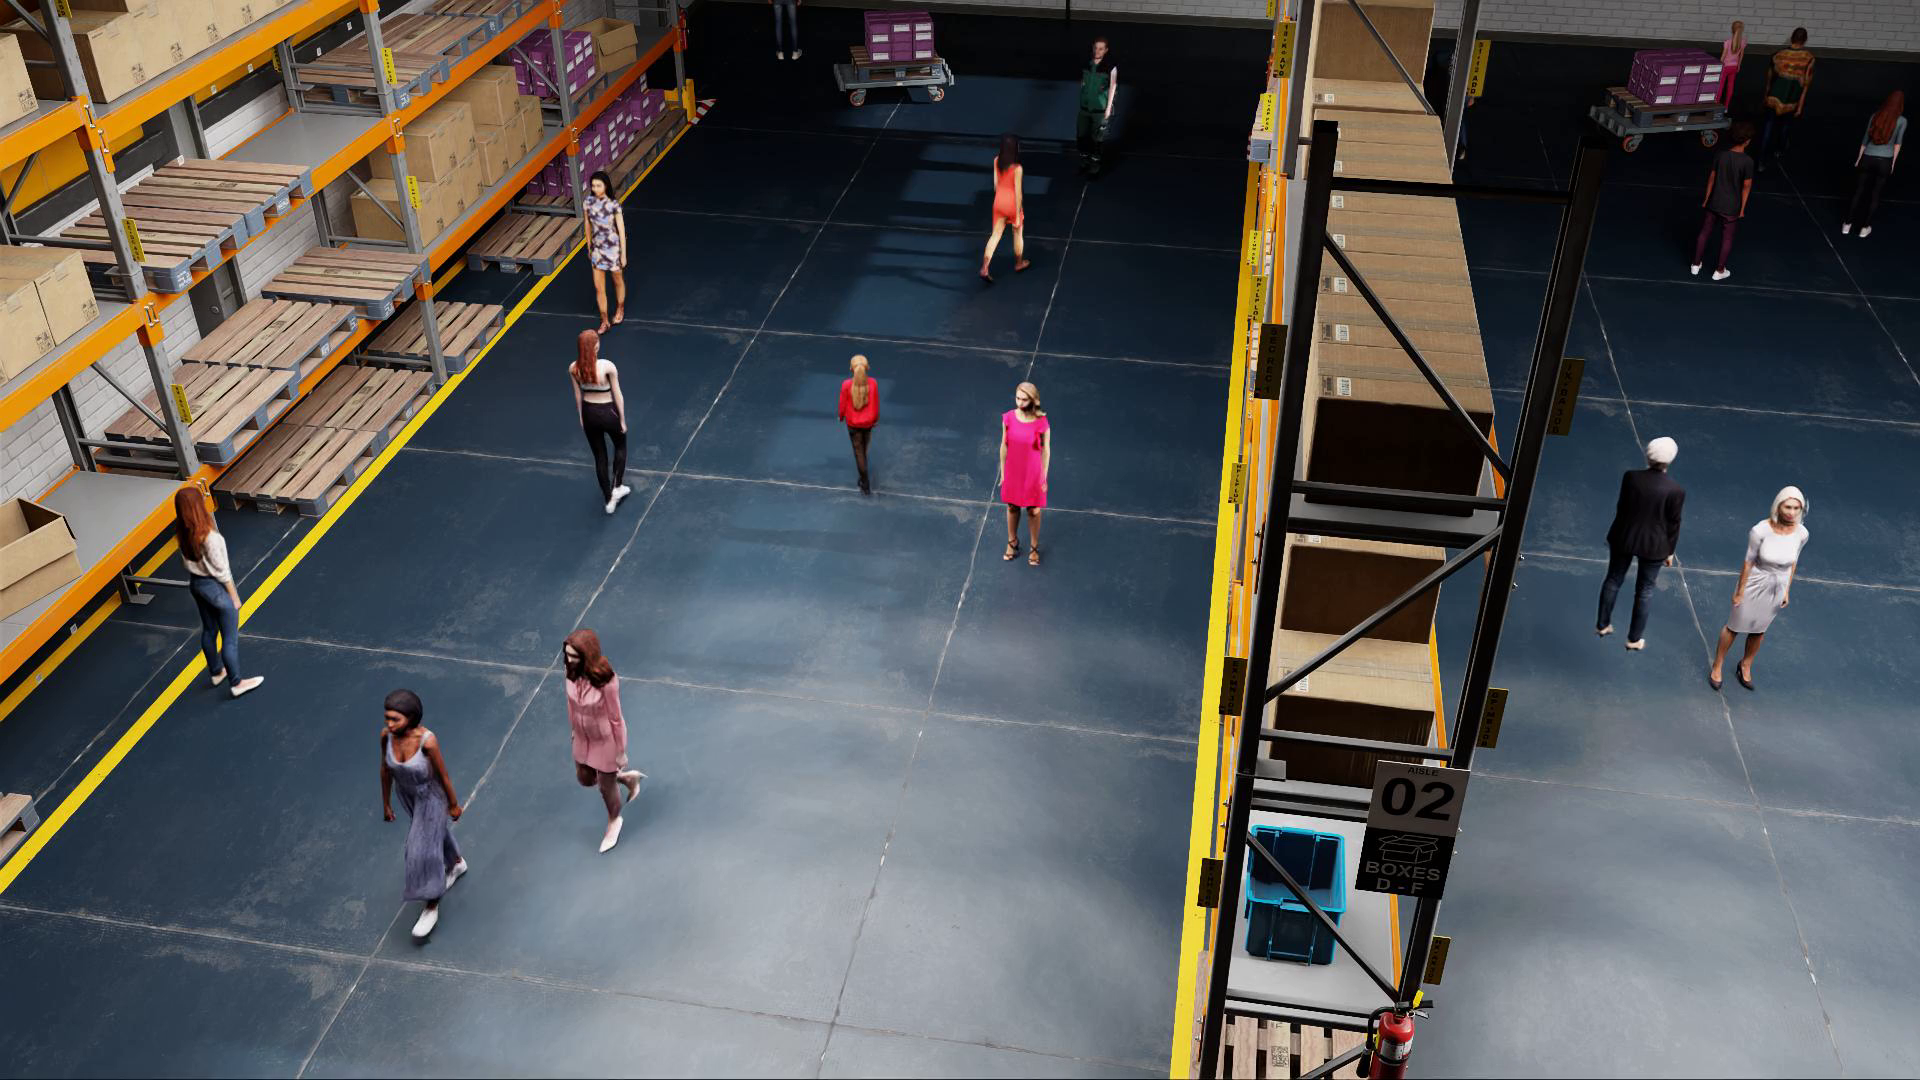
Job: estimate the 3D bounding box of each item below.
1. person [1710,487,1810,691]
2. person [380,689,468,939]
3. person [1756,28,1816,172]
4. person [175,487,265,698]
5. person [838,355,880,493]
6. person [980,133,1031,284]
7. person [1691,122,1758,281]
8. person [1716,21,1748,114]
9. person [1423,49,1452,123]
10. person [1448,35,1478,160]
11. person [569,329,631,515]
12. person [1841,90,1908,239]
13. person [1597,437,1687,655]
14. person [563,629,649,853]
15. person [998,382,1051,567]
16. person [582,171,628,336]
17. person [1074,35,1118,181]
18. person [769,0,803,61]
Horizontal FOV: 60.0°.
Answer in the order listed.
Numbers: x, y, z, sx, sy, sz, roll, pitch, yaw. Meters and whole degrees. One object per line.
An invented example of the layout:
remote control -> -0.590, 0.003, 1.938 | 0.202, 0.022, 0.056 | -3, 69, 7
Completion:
person -> 5.966, 0.359, 12.386 | 0.598, 1.751, 0.552 | 0, 34, 0
person -> -3.359, 1.602, 10.588 | 0.727, 1.672, 0.987 | 13, 36, 19
person -> 10.544, -5.613, 21.366 | 0.976, 1.756, 1.248 | 20, 38, 27
person -> -5.583, 0.375, 12.387 | 0.659, 1.723, 0.661 | 19, 38, 26
person -> -0.887, -1.033, 14.932 | 0.753, 1.250, 0.959 | -9, 35, -14
person -> 0.468, -3.661, 18.490 | 0.907, 1.688, 1.176 | 21, 39, 29
person -> 8.567, -3.801, 18.619 | 0.719, 1.779, 0.736 | 27, 42, 34
person -> 10.812, -6.654, 23.369 | 0.539, 1.272, 0.558 | -2, 34, -4
person -> 5.825, -5.110, 20.606 | 0.984, 1.760, 1.330 | -6, 34, -9
person -> 6.460, -5.671, 21.426 | 0.734, 1.786, 0.805 | -10, 35, -14
person -> -3.136, -0.987, 14.425 | 0.619, 1.735, 0.625 | 3, 34, 5
person -> 10.801, -4.440, 19.615 | 0.643, 1.740, 0.650 | 21, 39, 29
person -> 4.975, 0.035, 12.056 | 0.824, 1.781, 0.763 | 26, 42, 34
person -> -2.310, 1.263, 10.995 | 0.794, 1.786, 0.887 | 18, 38, 25
person -> 0.545, -0.558, 13.786 | 0.604, 1.728, 0.585 | 11, 35, 16
person -> -3.703, -3.094, 17.613 | 0.650, 1.714, 0.844 | 4, 34, 5
person -> 1.743, -5.505, 21.131 | 0.766, 1.836, 0.784 | 24, 41, 32
person -> -2.679, -8.254, 25.252 | 0.715, 1.853, 0.647 | -2, 34, -2
